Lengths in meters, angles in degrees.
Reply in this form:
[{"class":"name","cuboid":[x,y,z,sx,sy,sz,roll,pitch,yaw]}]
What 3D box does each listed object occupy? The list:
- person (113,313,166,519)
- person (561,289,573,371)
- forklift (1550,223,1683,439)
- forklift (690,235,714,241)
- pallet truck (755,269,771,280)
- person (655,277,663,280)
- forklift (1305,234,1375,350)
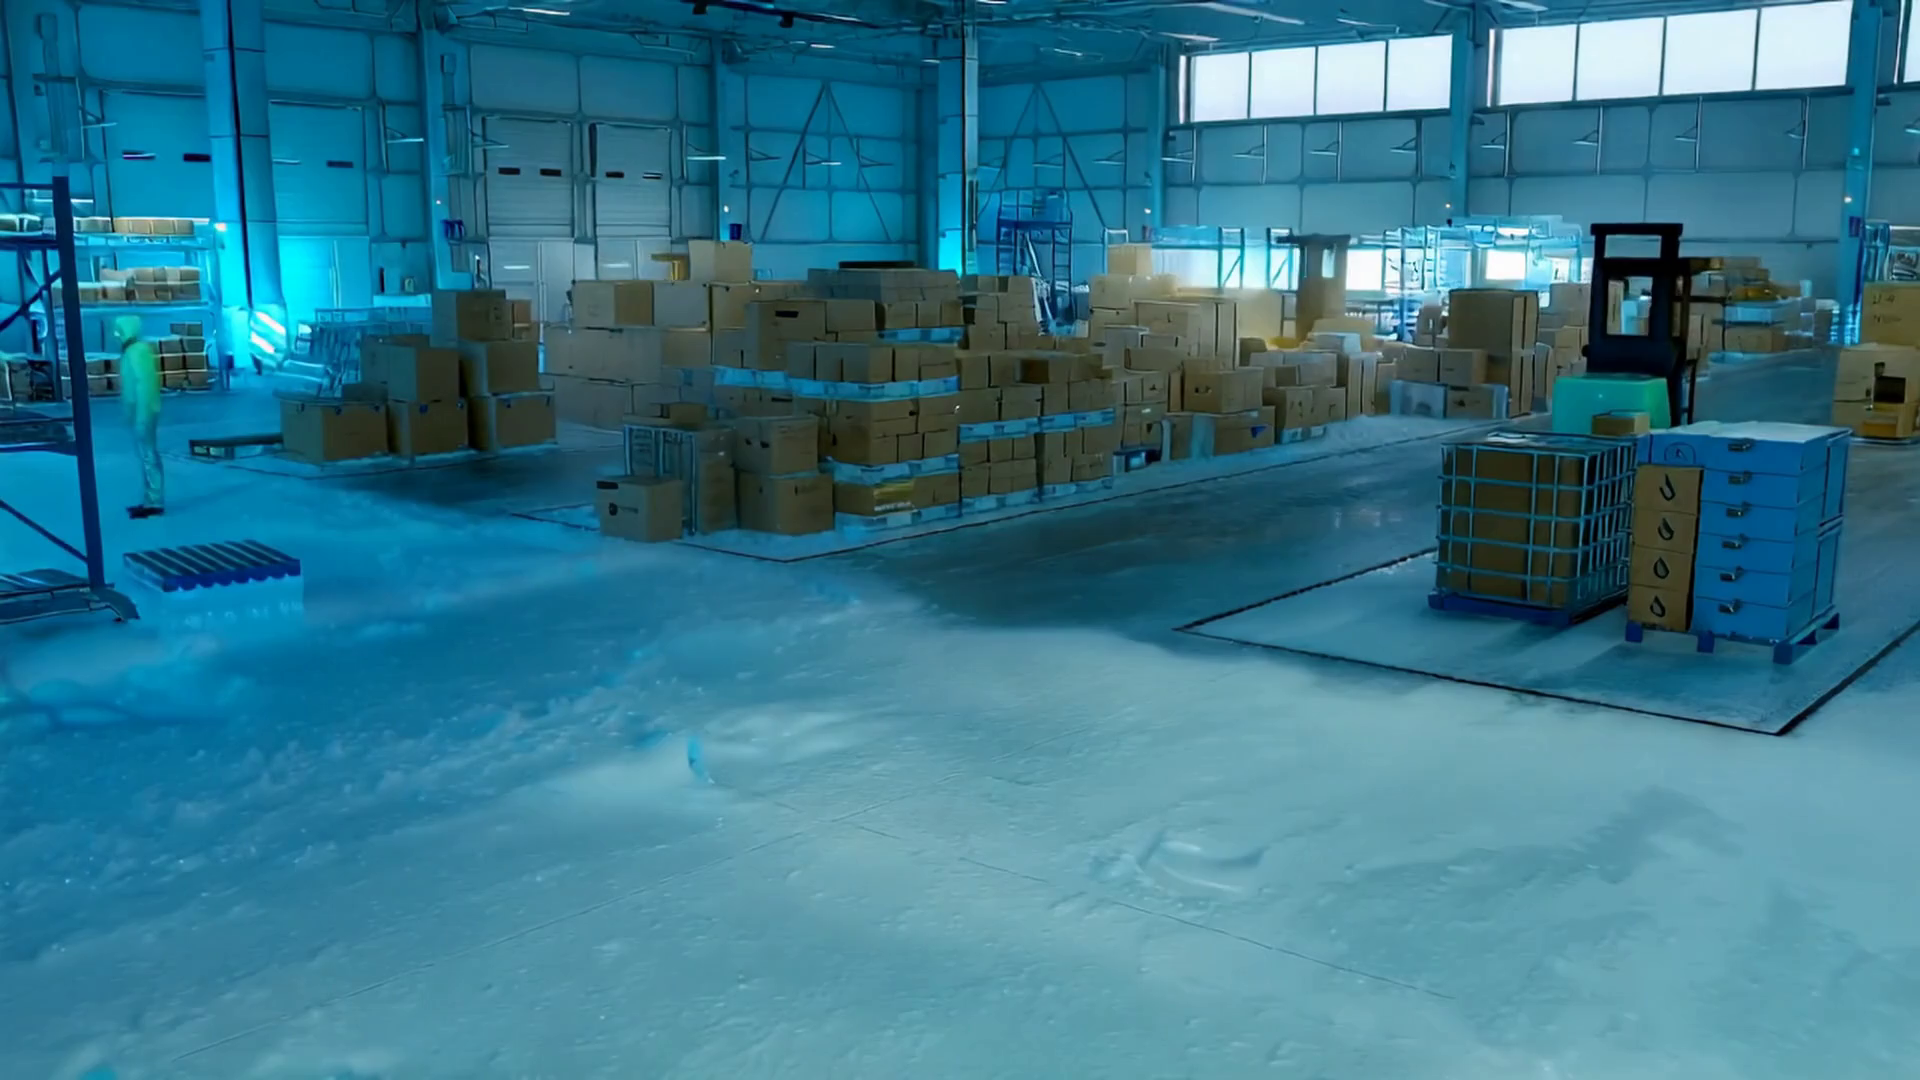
[{"class":"person","cuboid":[-7.772,-1.175,15.759,0.379,1.940,0.629,-5,11,-27]},{"class":"person","cuboid":[-8.039,-4.341,34.479,0.318,1.696,0.537,4,11,20]},{"class":"forklift","cuboid":[7.683,-2.238,19.135,1.129,2.768,1.873,8,13,40]},{"class":"forklift","cuboid":[-5.724,-5.367,36.947,1.873,2.768,1.129,-3,10,-18]},{"class":"pallet truck","cuboid":[-4.996,-6.432,45.525,1.885,1.965,0.823,-6,12,-32]},{"class":"person","cuboid":[-6.489,-4.722,36.007,0.639,1.927,0.387,-5,11,-26]},{"class":"forklift","cuboid":[7.739,-5.023,34.990,1.129,2.768,1.873,-7,12,-34]}]
